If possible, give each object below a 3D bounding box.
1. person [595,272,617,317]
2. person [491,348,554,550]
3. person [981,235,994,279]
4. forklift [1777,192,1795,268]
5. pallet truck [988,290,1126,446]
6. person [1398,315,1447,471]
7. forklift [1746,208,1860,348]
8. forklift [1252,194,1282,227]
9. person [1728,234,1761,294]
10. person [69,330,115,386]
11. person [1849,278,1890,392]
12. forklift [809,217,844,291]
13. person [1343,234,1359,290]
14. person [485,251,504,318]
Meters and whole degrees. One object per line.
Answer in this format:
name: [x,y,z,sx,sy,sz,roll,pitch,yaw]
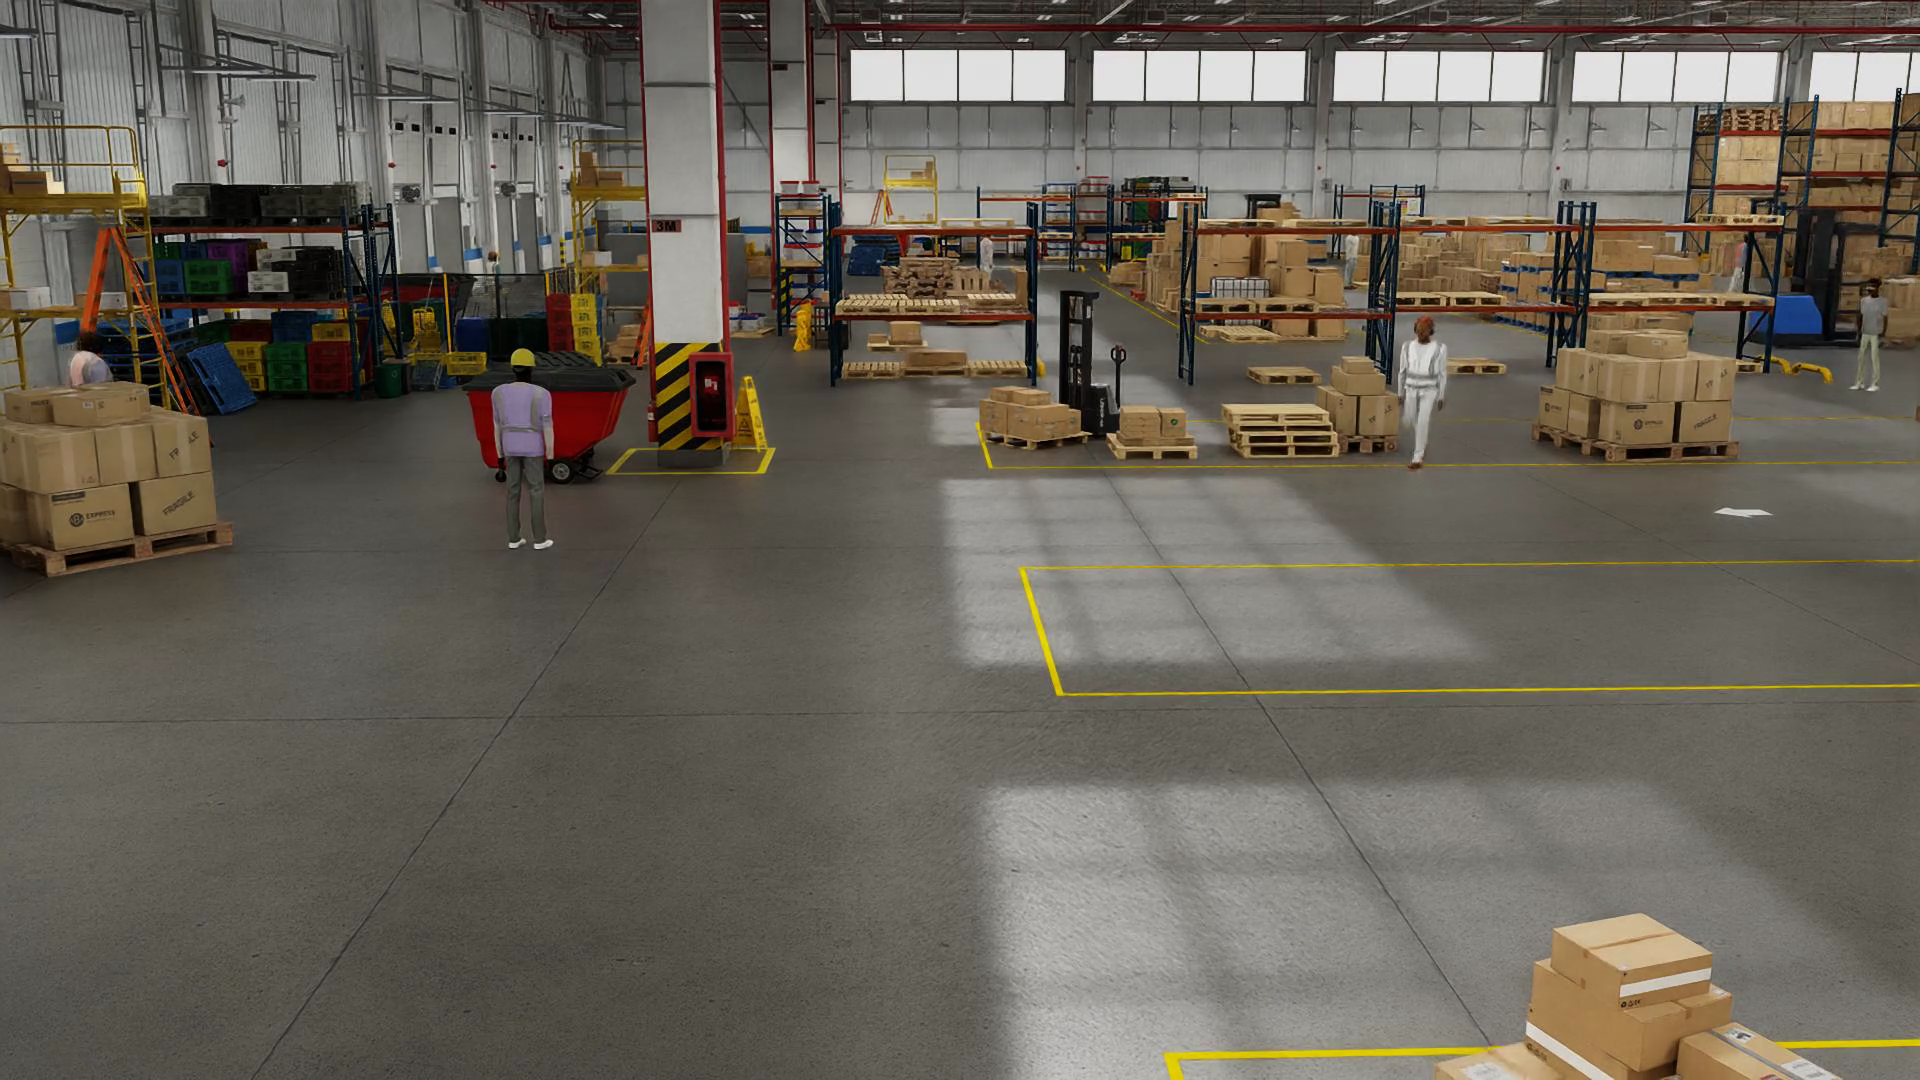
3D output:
person: [-8.817,-6.352,41.171,0.622,1.669,0.317,-9,16,-36]
person: [-4.129,-0.858,15.797,0.581,1.919,0.393,1,13,4]
person: [0.790,-7.993,47.959,0.362,1.935,0.631,-4,13,-19]
forklift: [29.927,-11.218,60.370,1.873,2.768,1.129,0,12,-2]
pallet truck: [1.257,-2.299,22.111,1.885,1.965,0.823,-9,15,-35]
person: [5.589,-1.782,20.073,0.581,1.870,0.626,9,15,35]
forklift: [17.288,-5.355,33.897,1.873,2.768,1.129,0,12,-2]
forklift: [10.095,-10.036,55.033,1.129,2.768,1.873,0,12,-1]
person: [22.519,-7.853,47.661,0.974,1.785,0.645,0,12,1]
person: [-9.608,-1.459,18.751,0.654,1.802,0.901,8,15,34]
person: [14.910,-3.358,27.217,0.331,1.860,0.534,-6,14,-26]
forklift: [-4.375,-8.619,48.637,1.873,2.768,1.129,0,12,-2]
person: [11.976,-8.602,50.757,0.497,1.936,0.655,11,16,40]
person: [-11.460,-6.265,40.863,0.519,1.633,0.313,10,16,37]
